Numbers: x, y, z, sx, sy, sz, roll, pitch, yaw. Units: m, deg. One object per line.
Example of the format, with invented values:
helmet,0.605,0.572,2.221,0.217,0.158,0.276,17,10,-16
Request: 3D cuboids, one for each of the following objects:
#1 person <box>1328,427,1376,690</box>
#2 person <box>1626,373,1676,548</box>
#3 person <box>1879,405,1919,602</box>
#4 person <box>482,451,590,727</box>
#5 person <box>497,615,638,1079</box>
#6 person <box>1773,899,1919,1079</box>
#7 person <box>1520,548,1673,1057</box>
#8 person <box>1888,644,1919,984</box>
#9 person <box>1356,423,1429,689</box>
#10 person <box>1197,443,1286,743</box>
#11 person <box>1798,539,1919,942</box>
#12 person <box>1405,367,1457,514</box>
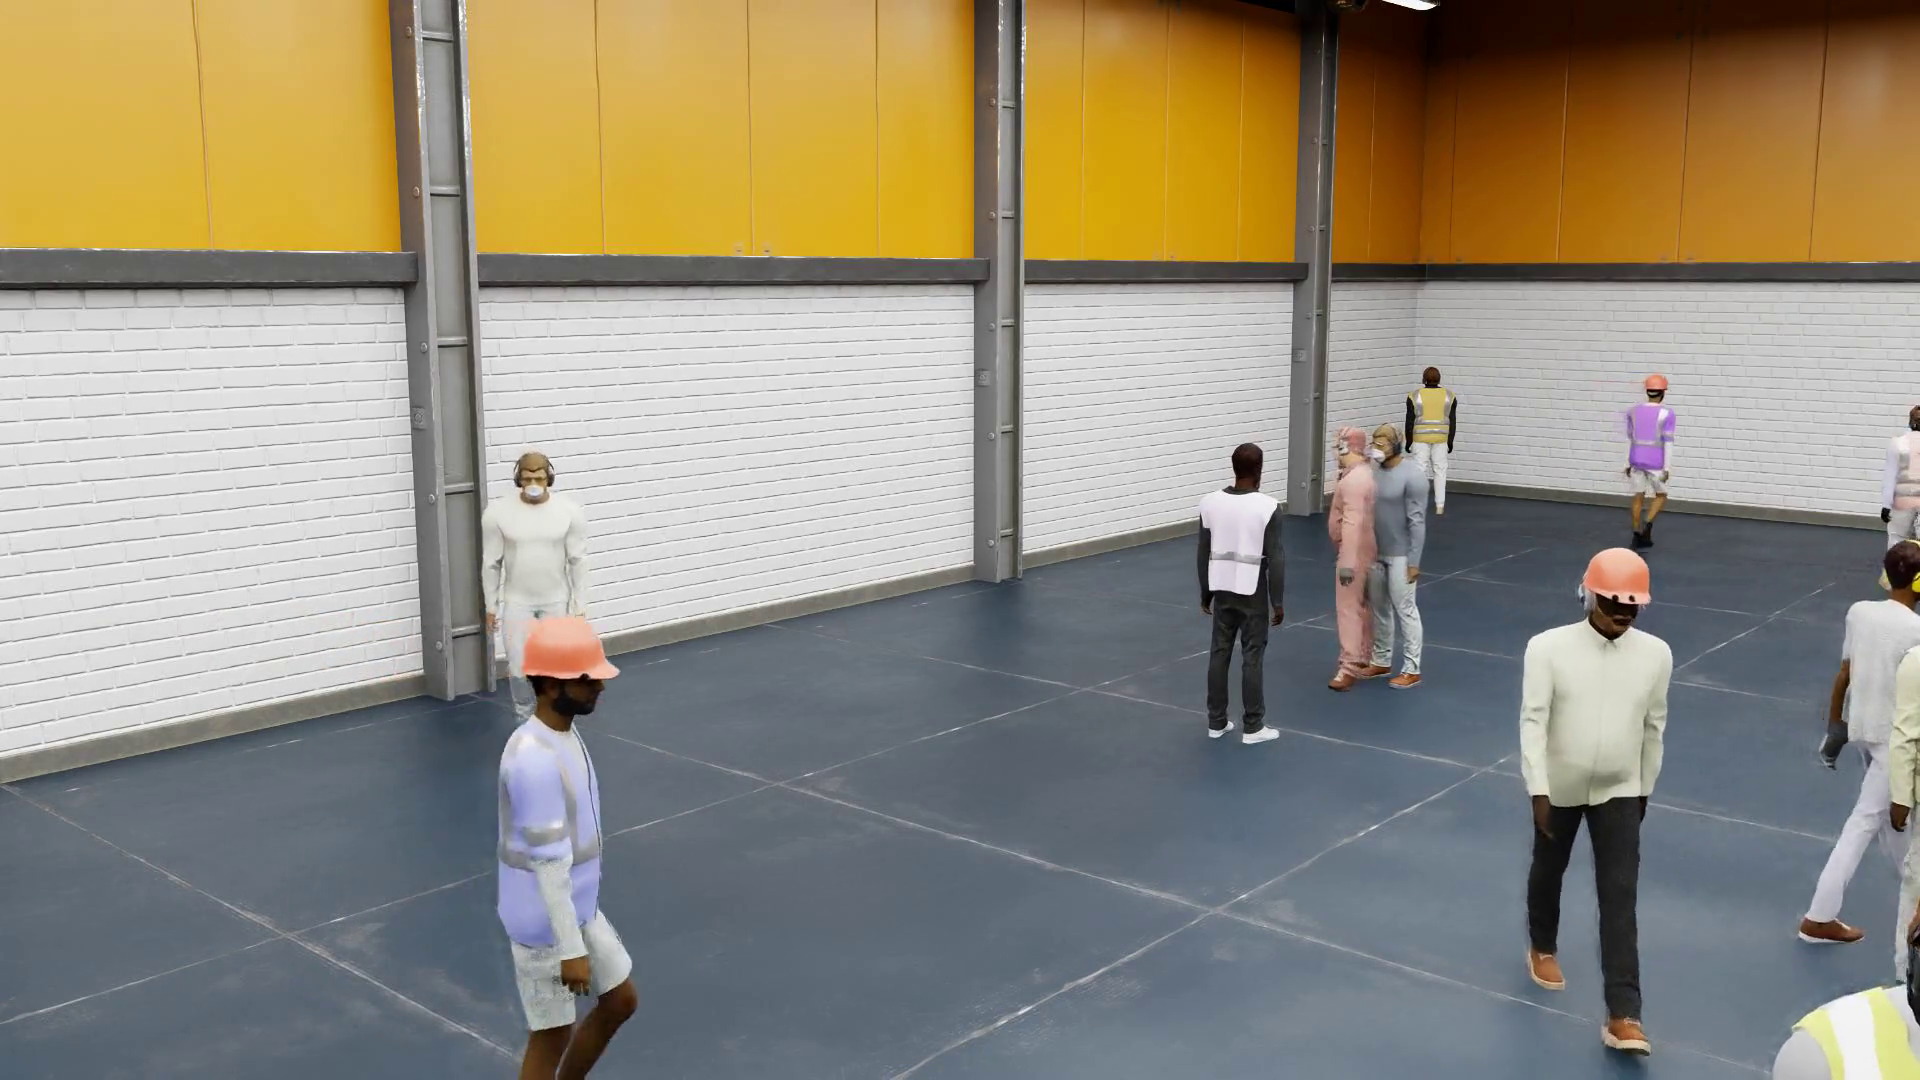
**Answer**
person,2.872,0.121,12.185,0.394,1.872,0.907,5,11,31
person,7.475,-0.844,18.049,0.445,1.924,0.552,-8,12,-43
person,8.803,-0.347,15.311,0.645,1.791,0.987,2,9,14
person,-2.583,0.405,10.180,0.645,1.917,0.438,-2,9,-14
person,-1.270,1.186,5.309,0.450,1.921,0.559,0,9,1
person,1.945,1.577,3.193,0.632,1.803,0.906,1,9,5
person,2.508,0.976,6.606,0.598,1.929,1.064,1,9,6
person,4.038,1.013,6.651,0.598,1.832,0.404,1,9,7
person,3.110,0.110,12.060,0.392,1.927,0.645,-5,10,-30
person,1.787,0.340,10.616,0.597,1.914,0.372,7,11,38
person,4.209,0.902,7.390,0.967,1.809,0.560,-2,9,-10
person,5.854,-1.236,20.743,0.626,1.844,0.429,1,9,4
